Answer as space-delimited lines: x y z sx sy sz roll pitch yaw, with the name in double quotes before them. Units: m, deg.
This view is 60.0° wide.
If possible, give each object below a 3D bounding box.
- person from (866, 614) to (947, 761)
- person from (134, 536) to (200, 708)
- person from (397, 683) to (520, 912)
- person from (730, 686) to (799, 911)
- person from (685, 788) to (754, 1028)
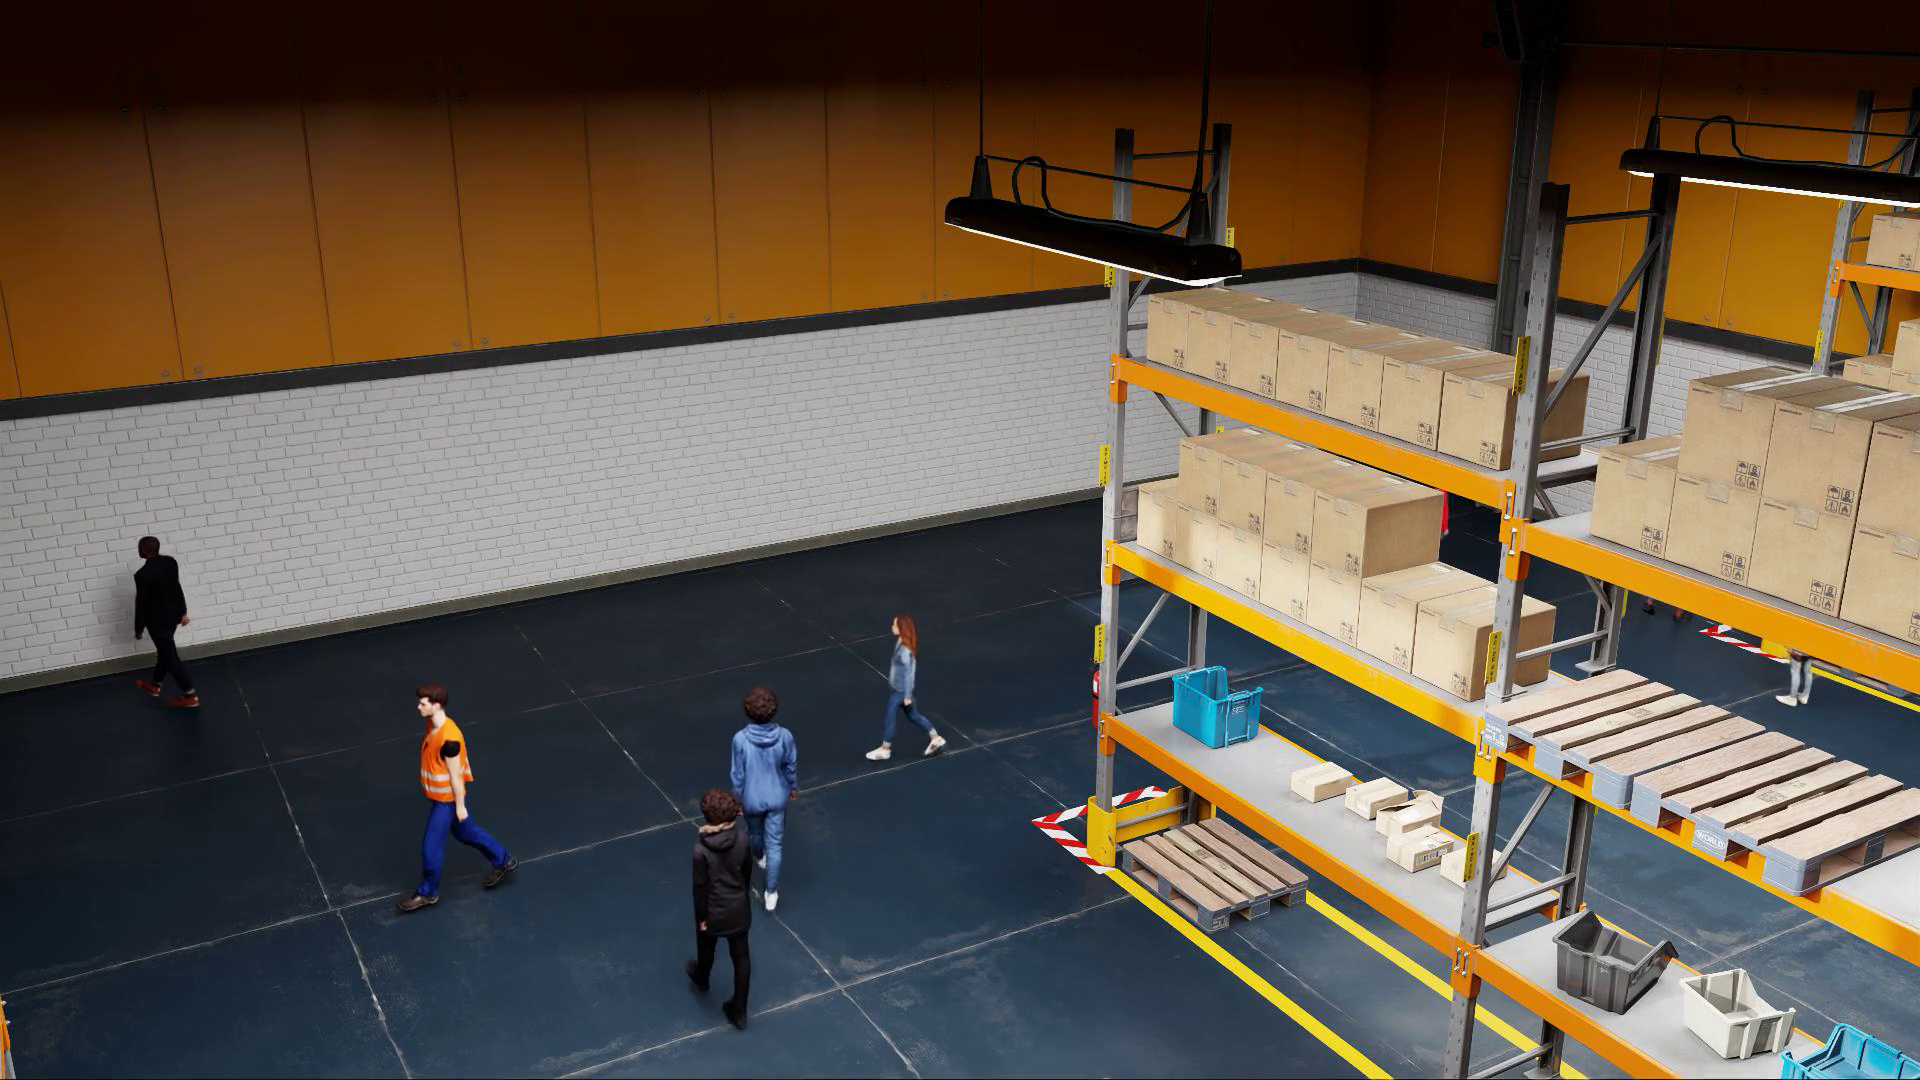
"person" -0.462 1.394 15.619 0.915 1.454 1.013 -1 19 -4
"person" -7.951 0.843 16.739 1.155 1.785 1.131 3 19 9
"person" -3.974 2.006 13.185 0.757 1.848 1.130 -10 21 -27
"person" -1.541 2.063 13.134 1.002 1.772 1.237 -2 19 -5
"person" -1.611 2.599 11.584 0.646 1.746 0.987 -10 21 -27
